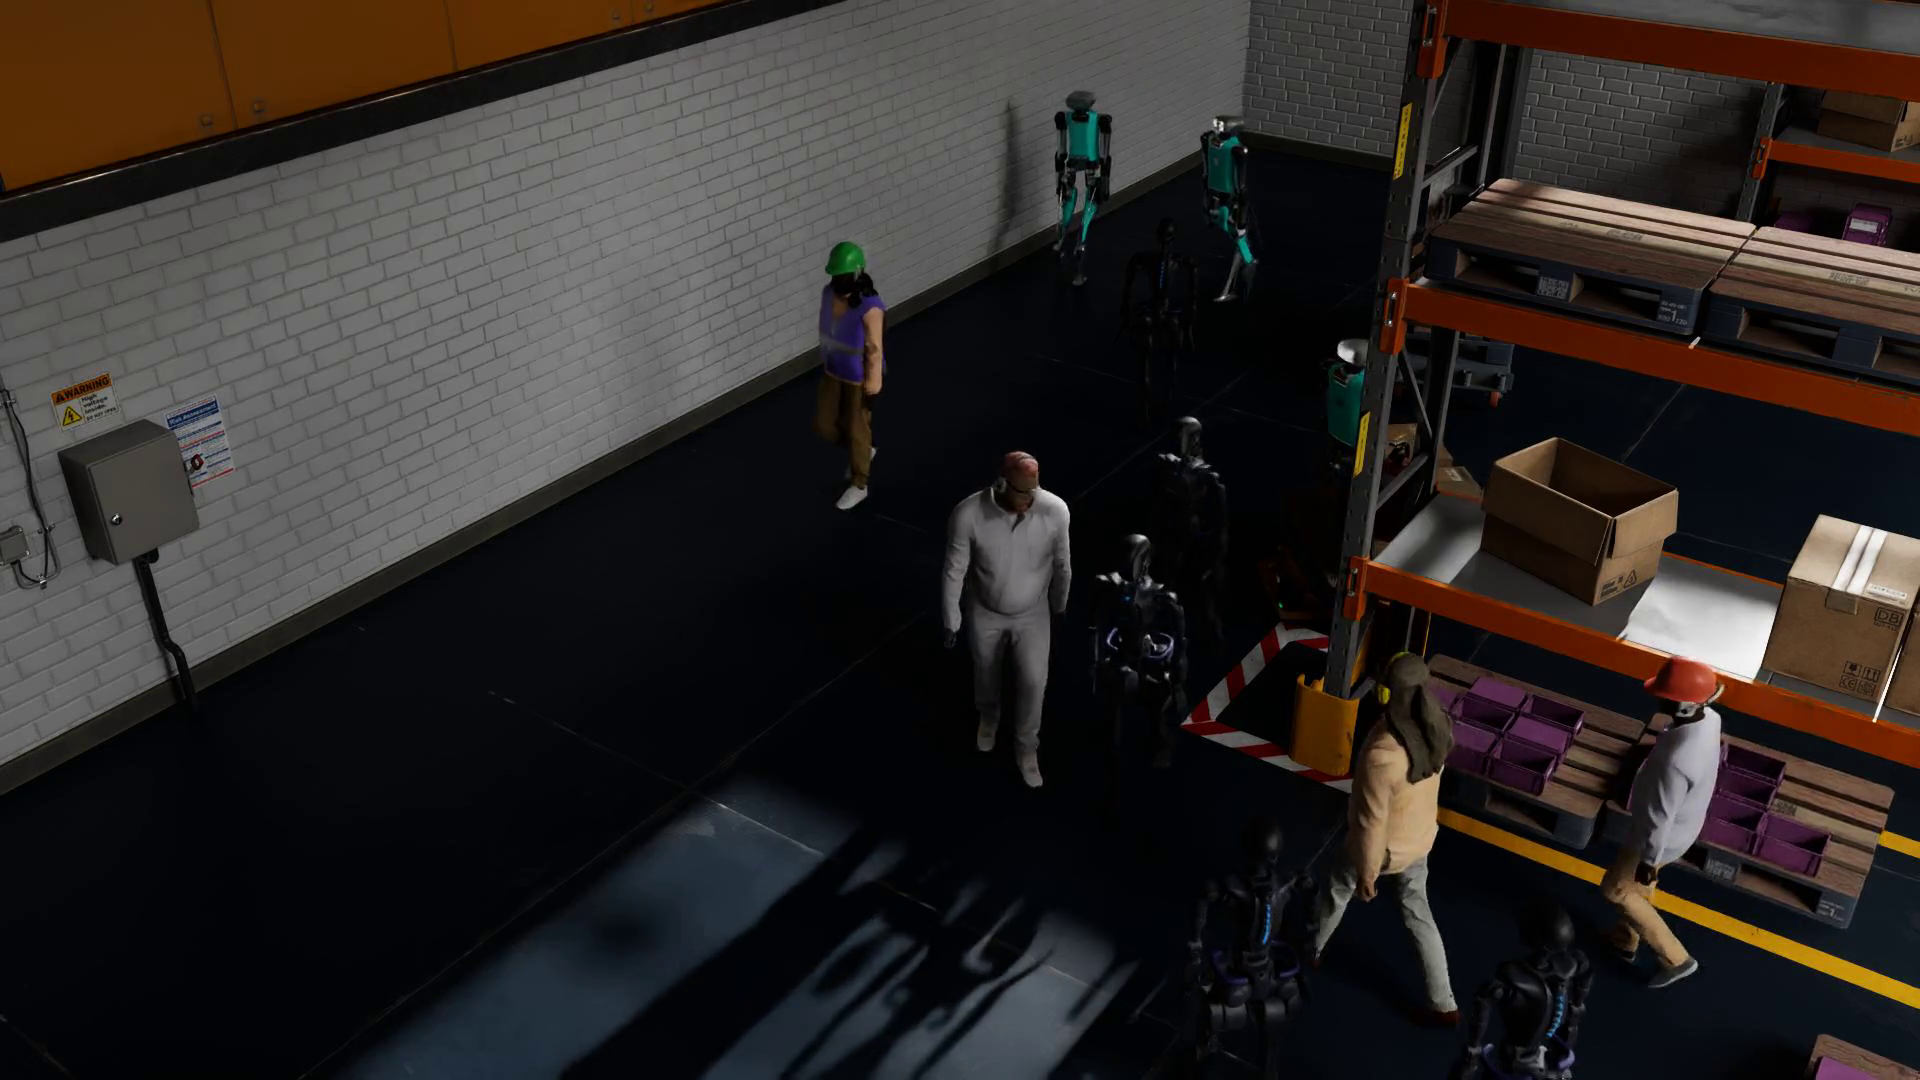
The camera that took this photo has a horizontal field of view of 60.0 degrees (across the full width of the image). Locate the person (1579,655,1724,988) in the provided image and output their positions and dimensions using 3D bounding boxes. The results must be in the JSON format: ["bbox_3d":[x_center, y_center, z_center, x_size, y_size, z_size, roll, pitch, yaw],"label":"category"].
[{"bbox_3d":[3.127,1.260,7.379,0.469,1.732,0.582,22,36,33],"label":"person"}]

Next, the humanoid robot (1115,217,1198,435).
[{"bbox_3d":[1.466,-1.628,12.462,0.590,1.647,0.521,4,30,6],"label":"humanoid robot"}]

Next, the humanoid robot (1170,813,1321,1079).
[{"bbox_3d":[1.152,1.777,6.596,0.588,1.633,0.754,-5,30,-9],"label":"humanoid robot"}]

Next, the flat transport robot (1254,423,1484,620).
[{"bbox_3d":[2.665,0.242,10.620,1.431,0.231,0.659,-2,30,-4],"label":"flat transport robot"}]

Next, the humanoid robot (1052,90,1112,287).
[{"bbox_3d":[1.019,-3.044,14.895,0.555,1.838,0.664,13,33,22],"label":"humanoid robot"}]

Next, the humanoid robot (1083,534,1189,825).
[{"bbox_3d":[0.936,0.647,8.575,0.605,1.646,0.740,14,33,23],"label":"humanoid robot"}]

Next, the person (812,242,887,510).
[{"bbox_3d":[-0.751,-1.125,11.329,0.549,1.919,0.463,24,38,35],"label":"person"}]

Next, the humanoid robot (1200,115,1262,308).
[{"bbox_3d":[2.443,-2.805,14.541,0.750,1.885,0.545,-19,35,-29],"label":"humanoid robot"}]

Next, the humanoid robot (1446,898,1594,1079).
[{"bbox_3d":[2.043,2.006,6.200,0.606,1.652,0.578,-12,32,-20],"label":"humanoid robot"}]

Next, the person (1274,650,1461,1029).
[{"bbox_3d":[1.889,1.293,7.242,0.551,1.829,0.964,-22,36,-33],"label":"person"}]

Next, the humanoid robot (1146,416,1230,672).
[{"bbox_3d":[1.384,0.025,9.620,0.530,1.641,0.607,-21,36,-32],"label":"humanoid robot"}]

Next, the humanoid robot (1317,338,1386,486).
[{"bbox_3d":[2.564,-0.454,10.359,0.739,1.782,0.532,-16,34,-25],"label":"humanoid robot"}]

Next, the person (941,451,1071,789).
[{"bbox_3d":[0.249,0.415,8.706,0.682,1.877,0.798,-1,30,-2],"label":"person"}]
